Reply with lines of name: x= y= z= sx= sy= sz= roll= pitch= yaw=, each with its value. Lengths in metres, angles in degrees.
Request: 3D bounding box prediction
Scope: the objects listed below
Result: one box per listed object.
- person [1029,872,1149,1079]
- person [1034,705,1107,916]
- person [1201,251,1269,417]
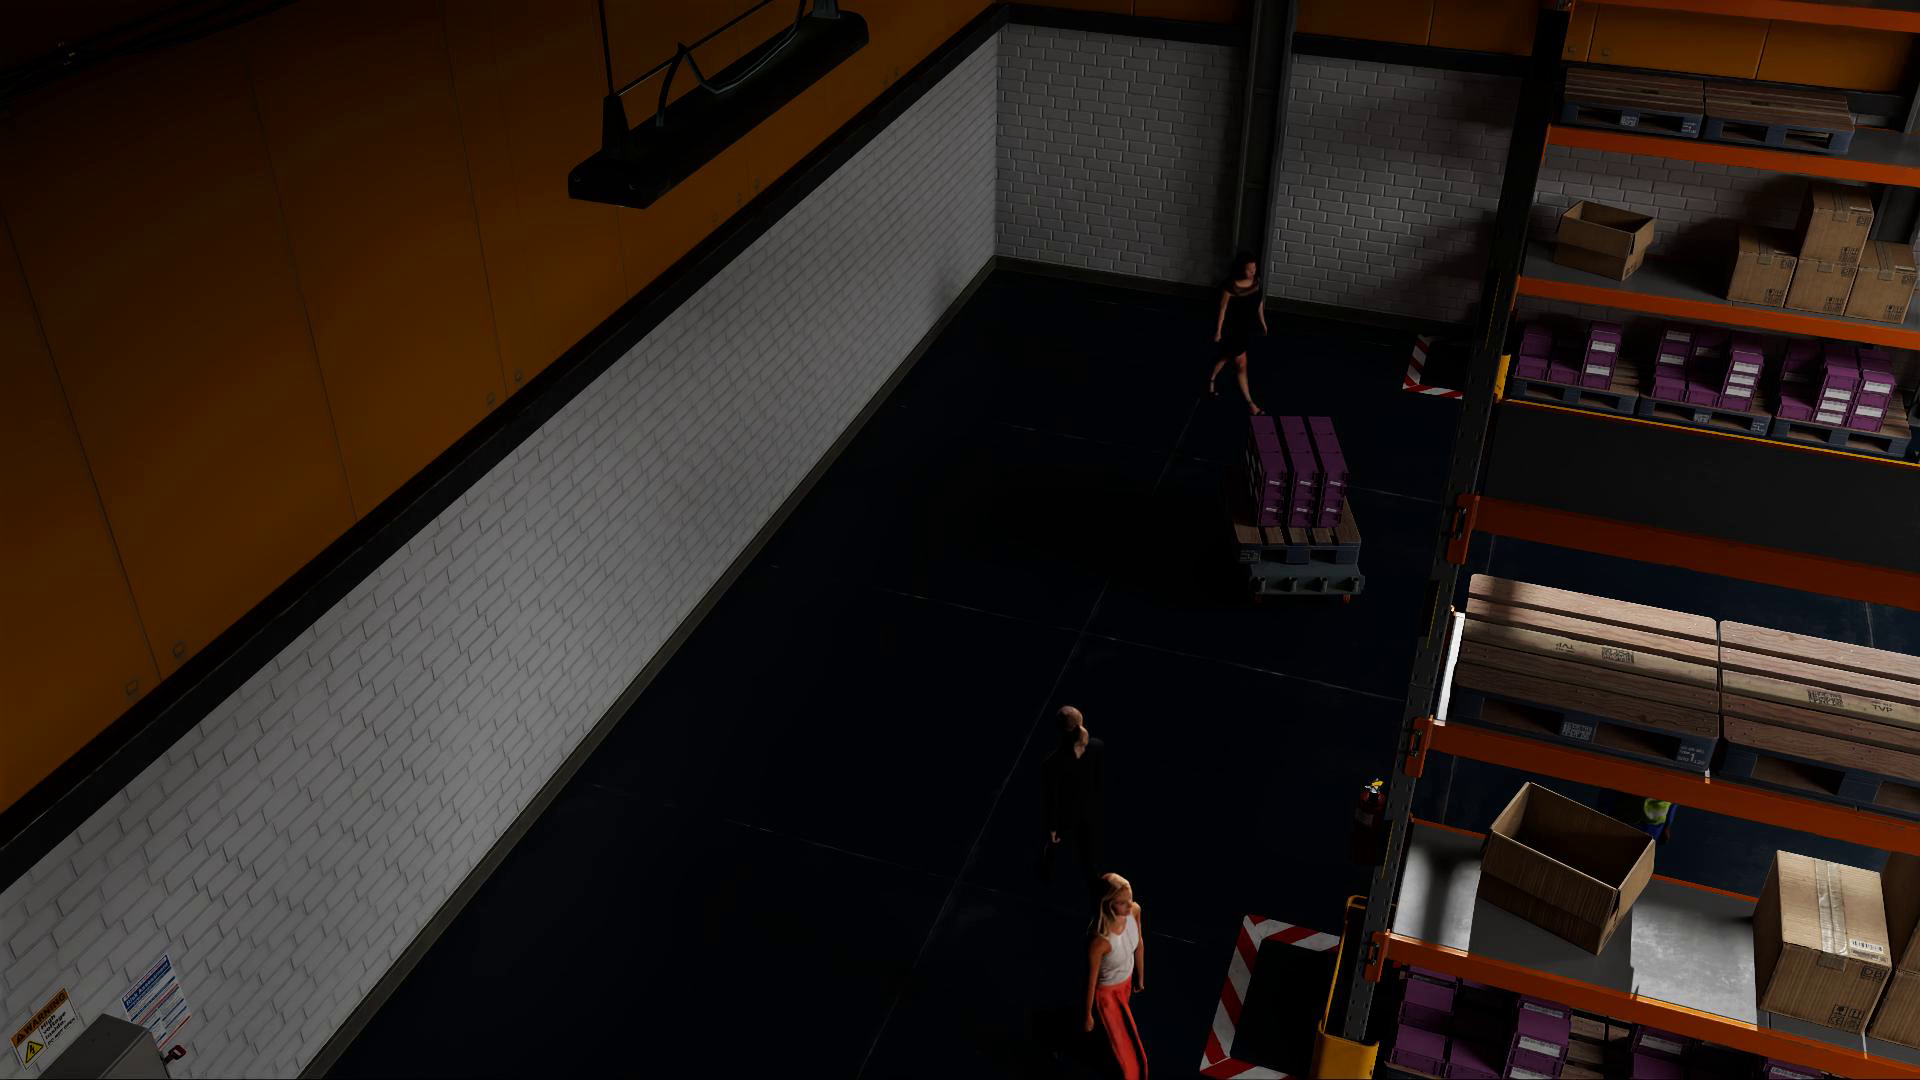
person: x=0.752 y=2.480 z=9.253 sx=1.237 sy=1.766 sz=0.875 roll=23 pitch=40 yaw=30
person: x=0.757 y=1.789 z=10.383 sx=1.086 sy=1.666 sz=1.117 roll=-13 pitch=36 yaw=-18
person: x=2.609 y=-2.033 z=16.142 sx=0.961 sy=1.657 sz=1.181 roll=-27 pitch=42 yaw=-35
